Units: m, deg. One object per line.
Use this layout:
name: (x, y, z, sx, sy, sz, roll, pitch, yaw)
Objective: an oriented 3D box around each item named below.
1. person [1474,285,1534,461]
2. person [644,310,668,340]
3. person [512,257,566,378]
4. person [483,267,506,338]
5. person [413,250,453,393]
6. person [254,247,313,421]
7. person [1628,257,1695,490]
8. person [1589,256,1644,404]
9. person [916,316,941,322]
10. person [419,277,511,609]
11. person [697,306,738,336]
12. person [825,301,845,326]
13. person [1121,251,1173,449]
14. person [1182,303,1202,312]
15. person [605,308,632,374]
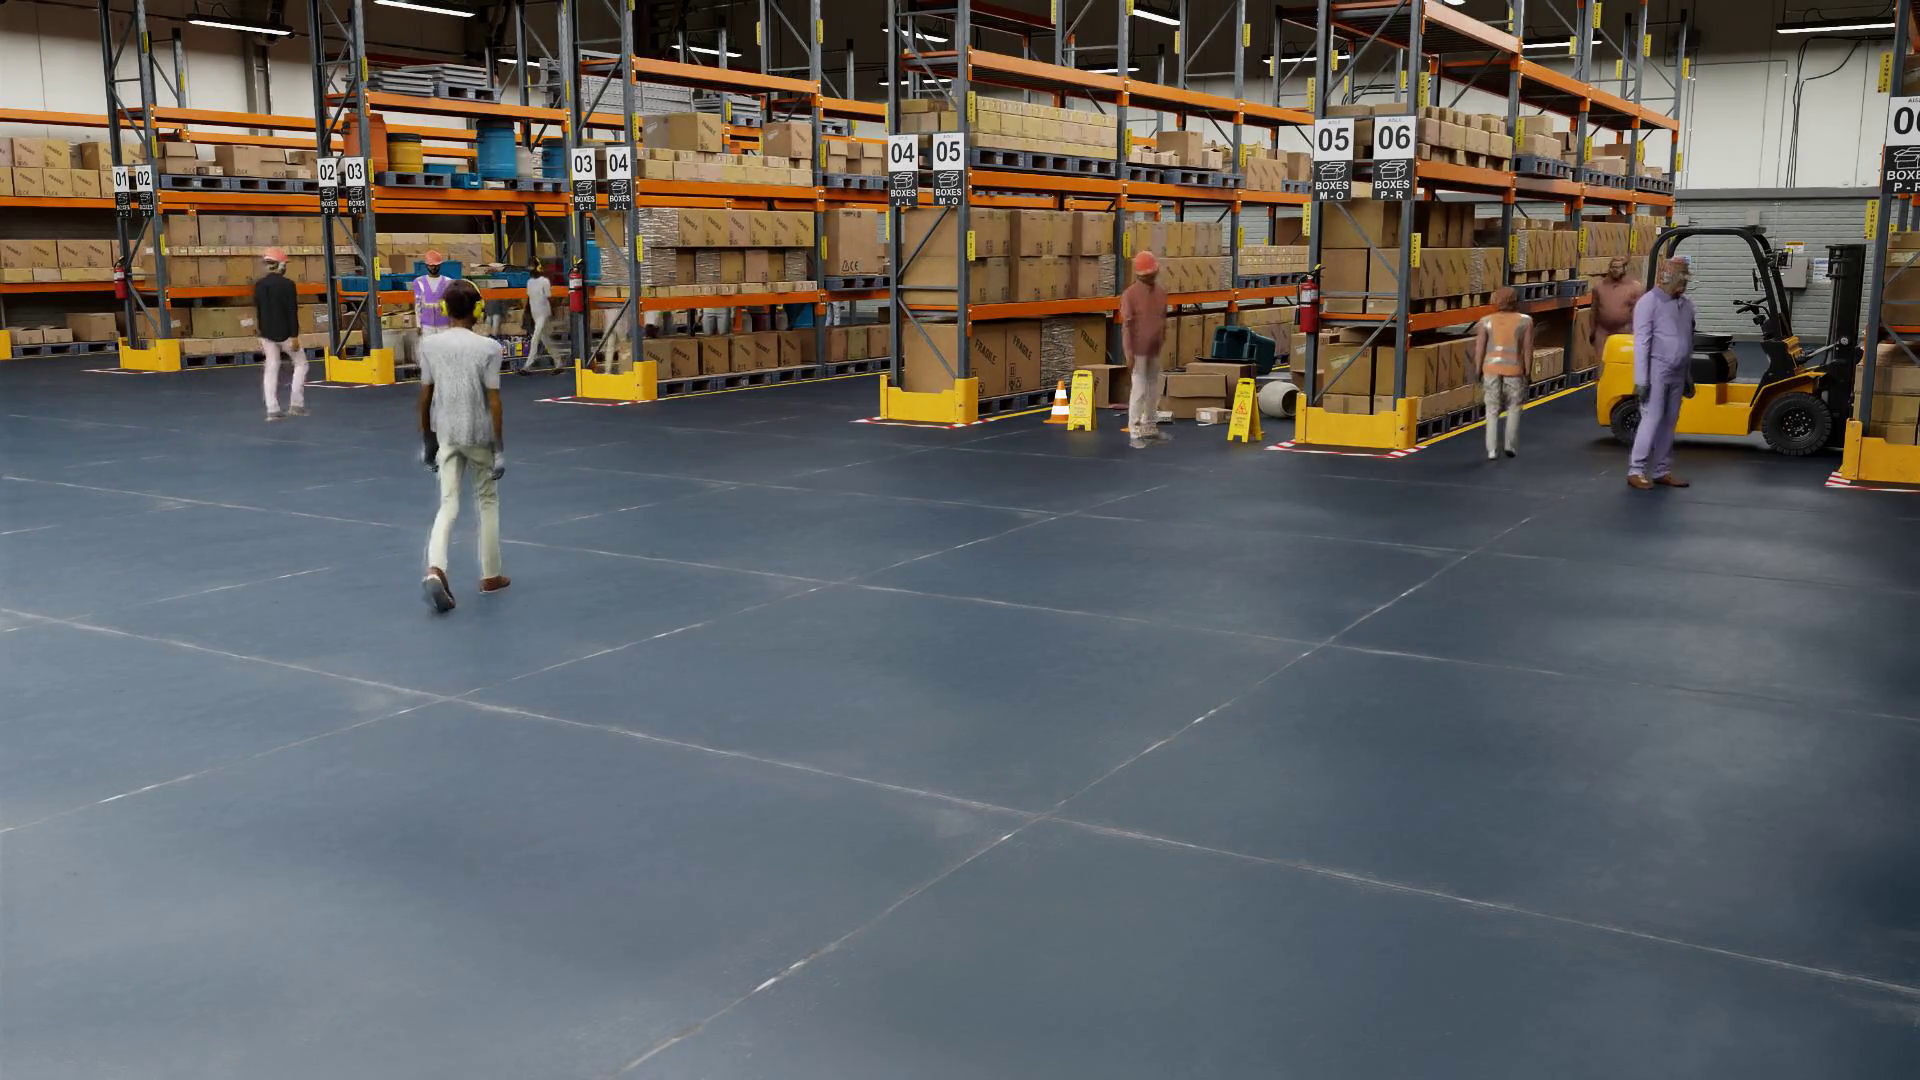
person: (5.084, -1.556, 15.556, 0.538, 1.625, 0.517, 5, 11, 26)
person: (-5.098, -3.756, 26.824, 0.625, 2.007, 0.919, 6, 12, 32)
person: (-6.393, -3.373, 25.226, 0.541, 1.815, 1.024, 9, 14, 41)
person: (-7.781, -3.767, 27.945, 0.526, 1.618, 0.477, 6, 12, 32)
person: (-7.104, -2.951, 22.551, 0.540, 1.930, 0.384, -2, 10, -12)
person: (-7.782, -2.368, 19.129, 0.642, 1.970, 0.691, 4, 11, 21)
person: (5.826, -1.370, 13.760, 0.702, 1.905, 0.402, -7, 12, -34)
person: (8.351, -2.675, 21.173, 0.656, 1.867, 0.969, 6, 12, 30)
person: (-0.460, -3.405, 25.616, 0.529, 1.734, 0.730, 5, 11, 25)
person: (-2.817, -0.550, 9.354, 0.523, 1.841, 0.867, 1, 10, 4)
person: (-3.685, -3.438, 25.266, 0.633, 1.933, 0.363, 1, 10, 5)
person: (-2.406, -4.553, 31.665, 0.521, 1.873, 0.328, 8, 13, 37)
person: (1.838, -1.865, 16.409, 0.713, 1.946, 0.511, -9, 13, -40)
person: (3.906, -3.886, 28.612, 0.513, 1.630, 0.317, 3, 10, 15)
person: (-4.782, -2.979, 23.586, 0.515, 1.593, 0.813, 6, 12, 29)
